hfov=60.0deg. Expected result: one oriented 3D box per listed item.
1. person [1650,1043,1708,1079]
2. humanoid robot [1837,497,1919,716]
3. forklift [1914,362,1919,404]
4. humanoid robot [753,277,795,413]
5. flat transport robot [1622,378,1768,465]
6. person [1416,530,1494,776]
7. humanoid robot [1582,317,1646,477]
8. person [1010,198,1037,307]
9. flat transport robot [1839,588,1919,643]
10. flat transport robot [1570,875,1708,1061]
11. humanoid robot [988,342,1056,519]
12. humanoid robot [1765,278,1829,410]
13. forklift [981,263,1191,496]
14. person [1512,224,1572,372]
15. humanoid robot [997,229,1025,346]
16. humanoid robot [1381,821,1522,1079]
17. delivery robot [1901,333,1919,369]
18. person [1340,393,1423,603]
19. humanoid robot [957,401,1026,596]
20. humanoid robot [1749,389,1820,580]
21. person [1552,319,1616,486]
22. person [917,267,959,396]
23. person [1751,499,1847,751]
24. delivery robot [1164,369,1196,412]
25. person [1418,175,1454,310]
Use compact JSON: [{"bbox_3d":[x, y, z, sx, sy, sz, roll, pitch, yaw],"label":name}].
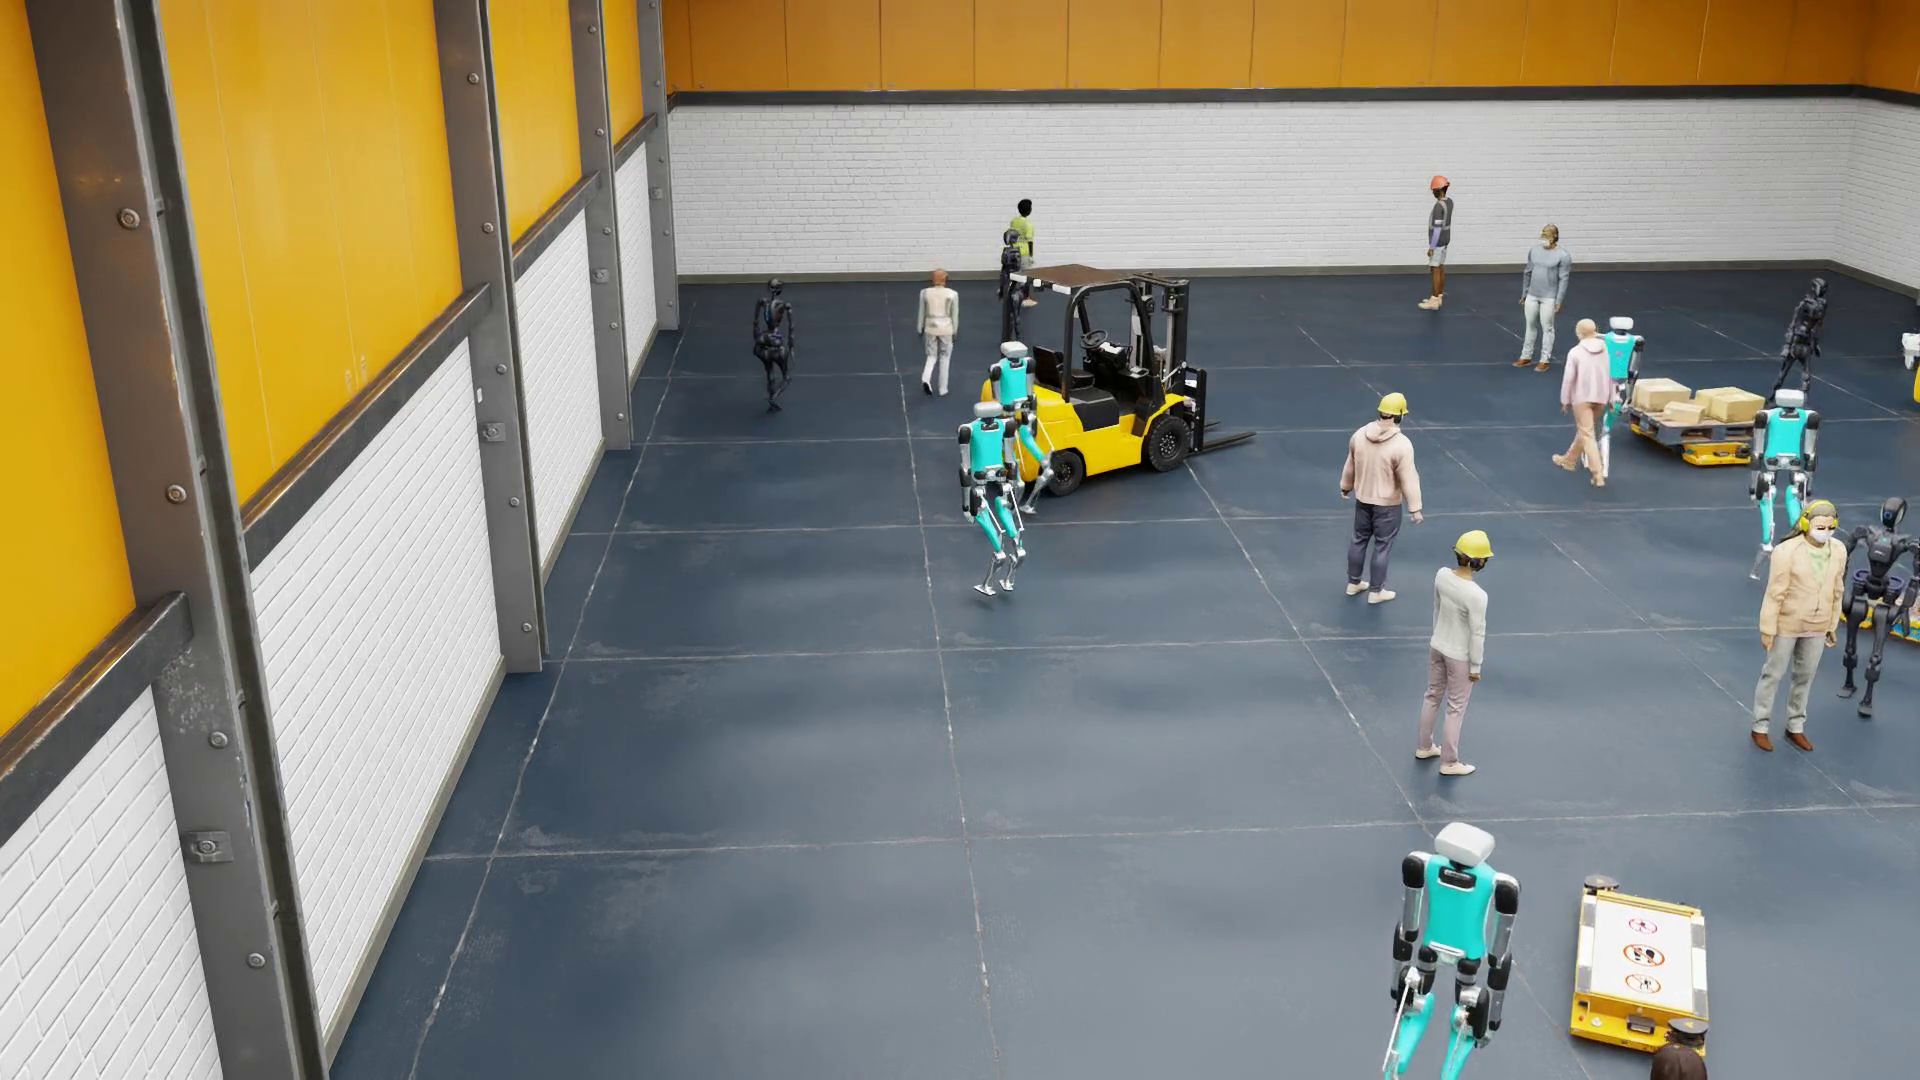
[{"bbox_3d":[2.596,2.661,6.193,0.466,1.775,0.376,-3,20,-8],"label":"person"},{"bbox_3d":[6.754,0.459,12.338,0.590,1.639,0.550,16,26,37],"label":"humanoid robot"},{"bbox_3d":[12.602,-2.435,19.475,2.313,2.155,1.214,-1,20,-4],"label":"forklift"},{"bbox_3d":[-2.272,-2.319,19.916,0.611,1.644,0.402,10,22,25],"label":"humanoid robot"},{"bbox_3d":[8.239,-1.135,18.719,0.659,0.231,1.431,-2,20,-6],"label":"flat transport robot"},{"bbox_3d":[3.409,0.764,11.386,0.327,1.759,0.518,-8,22,-20],"label":"person"},{"bbox_3d":[6.859,-1.531,17.747,0.551,1.825,0.740,2,20,5],"label":"humanoid robot"},{"bbox_3d":[0.933,-4.403,25.564,0.511,1.676,0.538,-13,24,-32],"label":"person"},{"bbox_3d":[8.060,0.717,13.673,0.659,0.231,1.431,-13,24,-31],"label":"flat transport robot"},{"bbox_3d":[3.771,2.349,9.226,0.659,0.231,1.431,8,22,20],"label":"flat transport robot"},{"bbox_3d":[0.656,-0.973,16.287,0.539,1.882,0.729,-14,24,-33],"label":"humanoid robot"},{"bbox_3d":[10.152,-2.359,20.039,0.614,1.624,0.695,-10,22,-25],"label":"humanoid robot"},{"bbox_3d":[1.315,-1.764,17.646,2.313,2.155,1.214,-14,24,-33],"label":"forklift"},{"bbox_3d":[7.678,-3.193,21.915,0.371,1.934,0.627,-16,25,-37],"label":"person"},{"bbox_3d":[0.717,-3.465,23.004,0.315,1.657,0.599,-8,22,-20],"label":"humanoid robot"},{"bbox_3d":[2.109,2.227,7.501,0.544,1.802,0.840,12,23,30],"label":"humanoid robot"},{"bbox_3d":[12.961,-2.523,22.114,0.785,0.614,0.525,10,22,25],"label":"delivery robot"},{"bbox_3d":[3.594,-0.357,14.301,0.437,1.856,0.816,-17,26,-38],"label":"person"},{"bbox_3d":[0.326,-0.313,14.162,0.533,1.673,0.735,-8,22,-22],"label":"humanoid robot"},{"bbox_3d":[7.198,-0.372,14.544,0.557,1.798,0.761,4,21,11],"label":"humanoid robot"},{"bbox_3d":[6.615,-1.456,17.497,0.578,1.724,0.955,-4,21,-12],"label":"person"},{"bbox_3d":[-0.285,-2.562,20.653,0.518,1.619,0.497,5,21,14],"label":"person"},{"bbox_3d":[5.890,0.592,11.710,0.563,1.868,0.398,-2,20,-5],"label":"person"},{"bbox_3d":[2.479,-1.755,19.980,0.765,0.585,0.499,6,21,15],"label":"delivery robot"},{"bbox_3d":[7.297,-4.558,25.494,0.394,2.033,0.604,12,23,29],"label":"person"}]
